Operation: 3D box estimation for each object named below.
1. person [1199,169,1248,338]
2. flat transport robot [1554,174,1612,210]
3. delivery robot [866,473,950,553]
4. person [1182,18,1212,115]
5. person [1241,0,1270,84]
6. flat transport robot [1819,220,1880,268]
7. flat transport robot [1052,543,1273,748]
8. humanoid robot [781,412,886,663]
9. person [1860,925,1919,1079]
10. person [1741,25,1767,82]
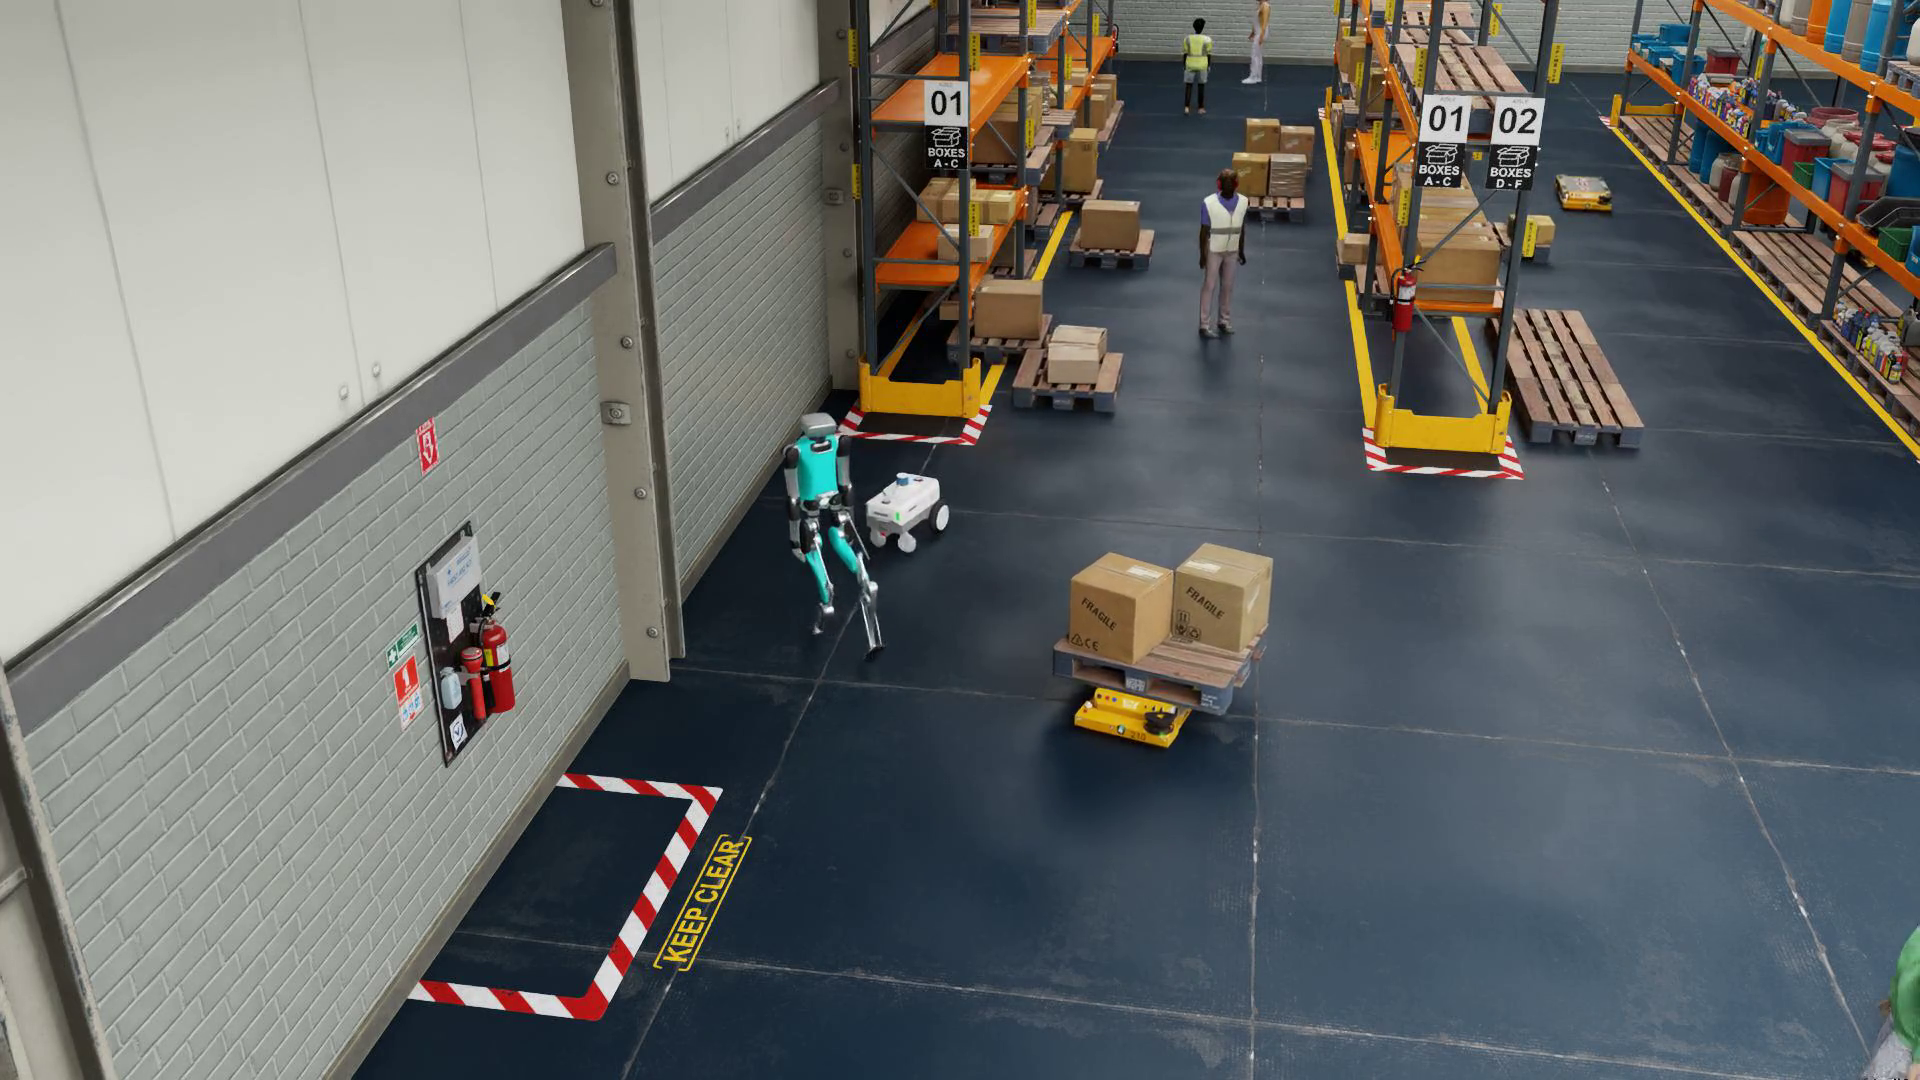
[{"bbox_3d":[2.874,-3.161,18.265,0.569,1.844,0.409,-11,27,-22],"label":"person"},{"bbox_3d":[9.049,-5.053,24.173,0.659,0.231,1.431,6,26,12],"label":"flat transport robot"},{"bbox_3d":[-0.438,-0.260,13.592,0.522,0.607,0.779,13,28,26],"label":"delivery robot"},{"bbox_3d":[4.250,-8.492,29.847,0.538,1.698,0.317,7,26,16],"label":"person"},{"bbox_3d":[5.854,-9.963,32.814,0.423,1.858,0.571,1,25,3],"label":"person"},{"bbox_3d":[11.797,-3.744,21.371,0.659,0.231,1.431,4,25,9],"label":"flat transport robot"},{"bbox_3d":[1.351,0.936,11.354,0.659,0.231,1.431,12,27,23],"label":"flat transport robot"},{"bbox_3d":[-0.814,0.058,11.583,0.533,1.789,1.043,-16,30,-31],"label":"humanoid robot"},{"bbox_3d":[4.042,2.107,7.113,0.443,1.727,0.506,12,28,24],"label":"person"},{"bbox_3d":[15.623,-9.805,32.633,0.597,1.707,0.480,-16,30,-31],"label":"person"}]
